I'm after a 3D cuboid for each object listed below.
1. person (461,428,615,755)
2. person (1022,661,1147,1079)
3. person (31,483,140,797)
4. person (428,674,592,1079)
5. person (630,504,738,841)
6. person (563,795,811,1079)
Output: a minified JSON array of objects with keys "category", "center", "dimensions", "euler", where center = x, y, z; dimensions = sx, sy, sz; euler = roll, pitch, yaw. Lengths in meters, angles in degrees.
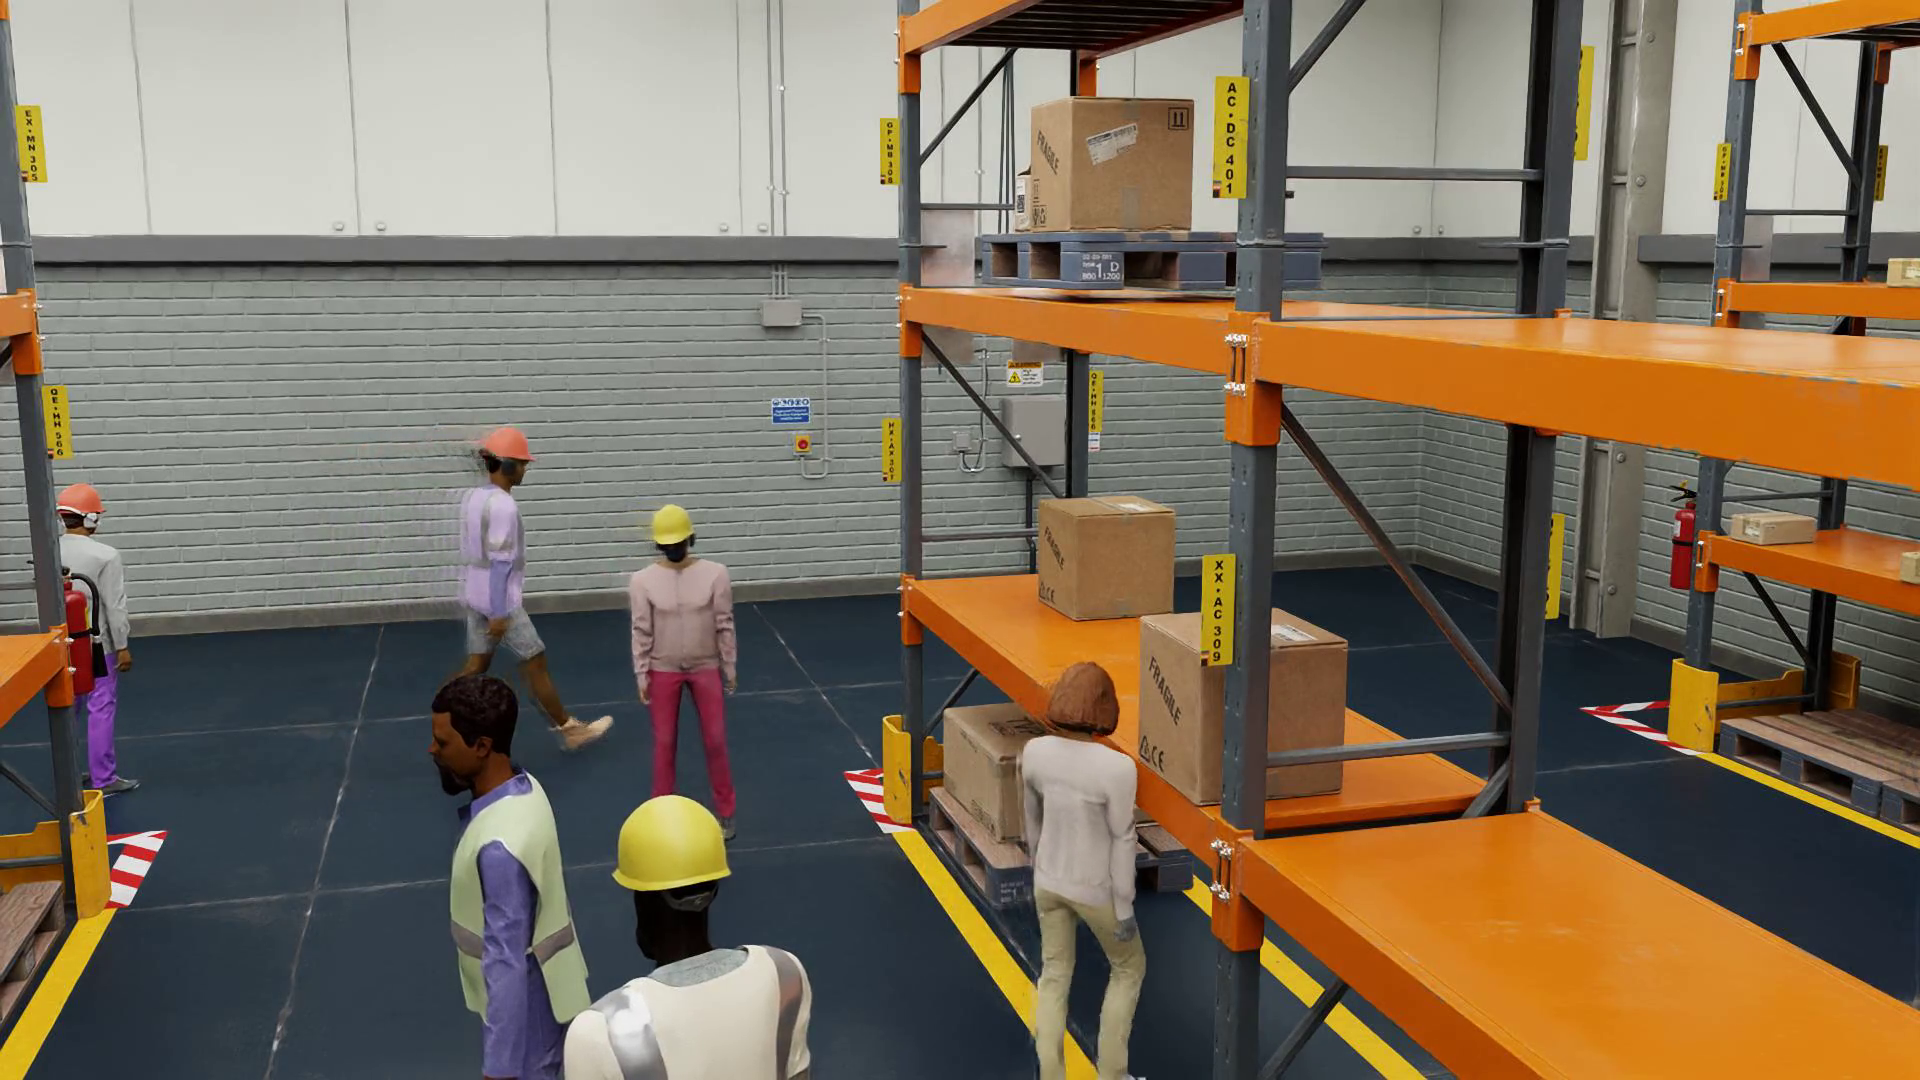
[{"category":"person","center":[-2.609,0.338,9.812],"dimensions":[1.032,1.982,0.633],"euler":[-6,12,-32]},{"category":"person","center":[0.471,1.210,5.860],"dimensions":[0.516,1.615,0.526],"euler":[9,13,41]},{"category":"person","center":[-4.873,0.553,9.296],"dimensions":[0.577,1.740,0.381],"euler":[4,11,19]},{"category":"person","center":[-1.217,1.296,4.582],"dimensions":[0.395,1.910,0.584],"euler":[-3,10,-16]},{"category":"person","center":[-1.405,0.678,8.524],"dimensions":[0.537,1.756,0.368],"euler":[-1,10,-8]},{"category":"person","center":[-0.574,1.479,3.514],"dimensions":[0.410,1.915,0.589],"euler":[10,14,44]}]
